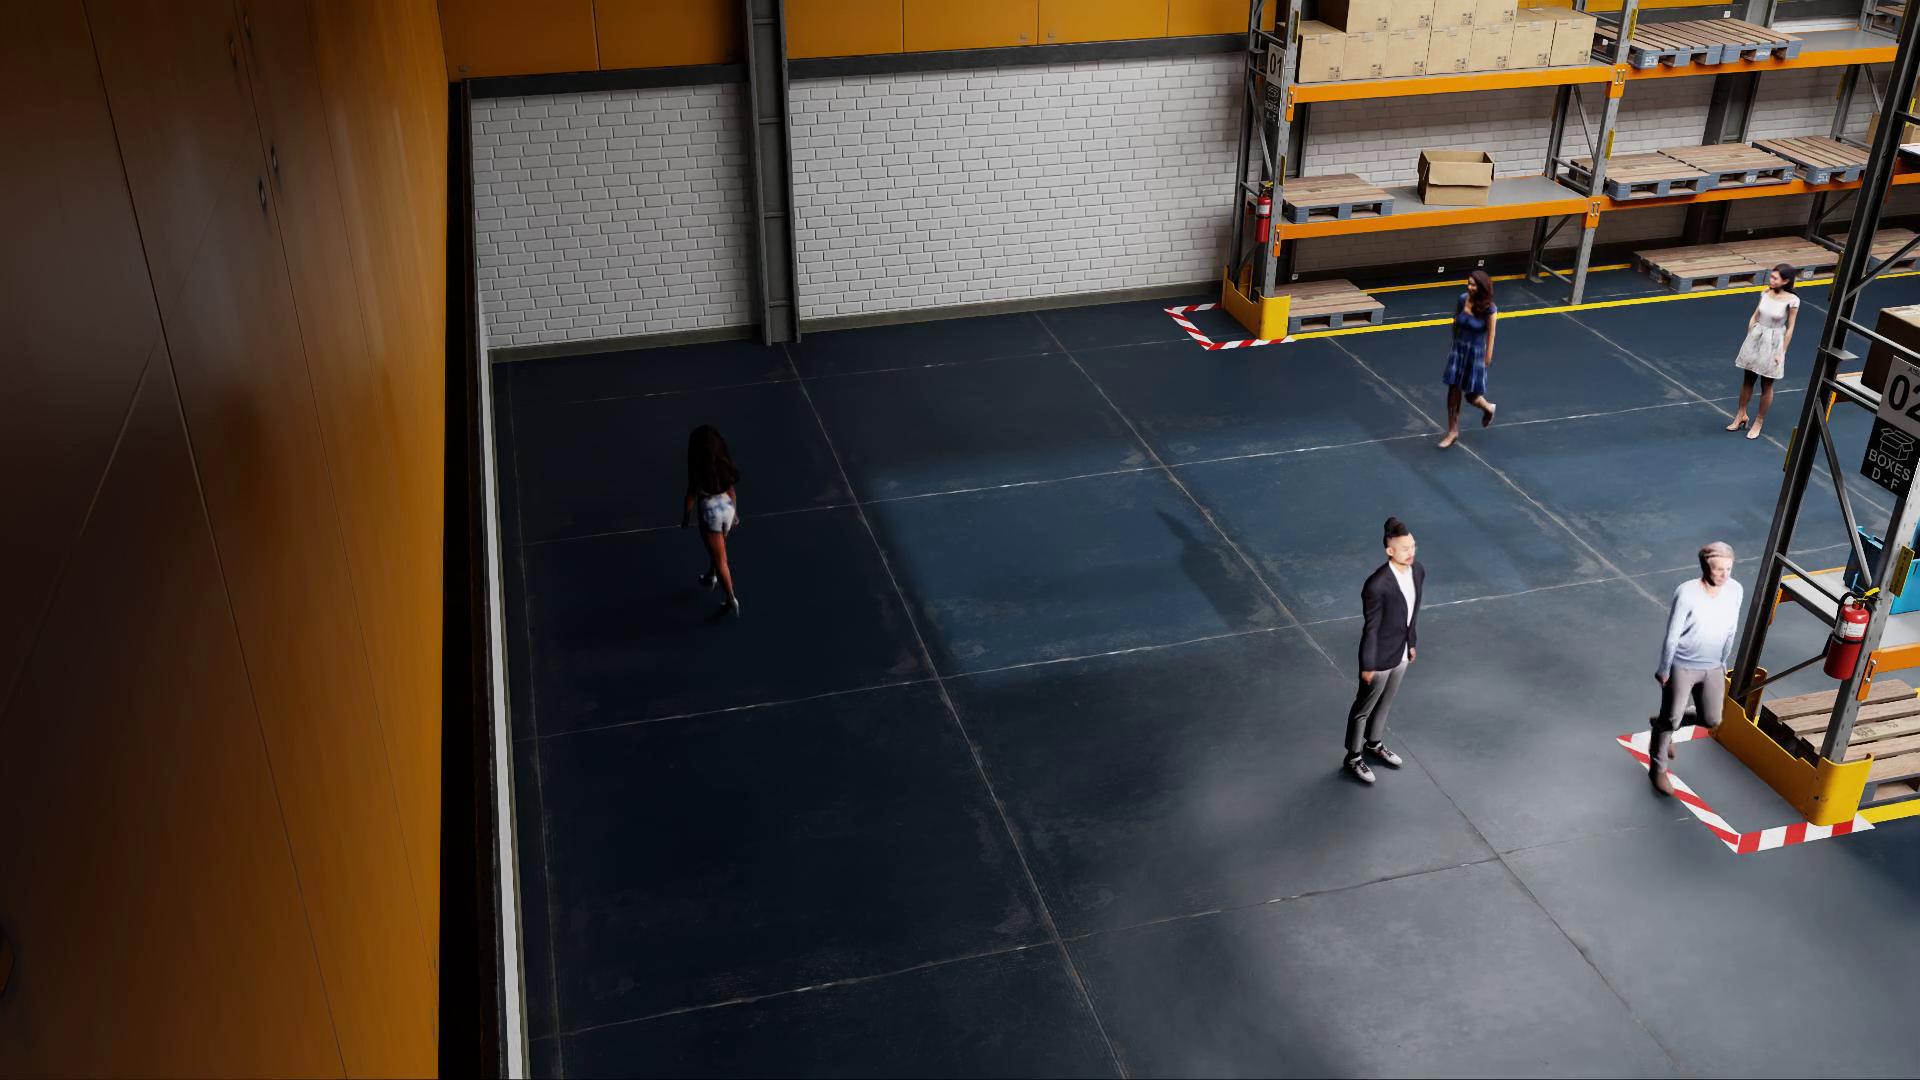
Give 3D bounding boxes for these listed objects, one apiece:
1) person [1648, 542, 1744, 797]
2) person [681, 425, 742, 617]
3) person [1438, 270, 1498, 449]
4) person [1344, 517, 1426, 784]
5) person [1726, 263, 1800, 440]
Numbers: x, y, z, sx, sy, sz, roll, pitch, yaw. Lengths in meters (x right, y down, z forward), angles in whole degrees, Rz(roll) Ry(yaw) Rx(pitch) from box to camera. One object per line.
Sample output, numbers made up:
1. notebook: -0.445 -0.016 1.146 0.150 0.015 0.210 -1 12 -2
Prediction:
1. person: 4.868 0.808 11.168 0.765 1.881 0.758 -5 29 -8
2. person: -1.887 -0.115 13.152 0.876 1.602 0.882 23 36 36
3. person: 4.908 -1.722 15.905 0.946 1.787 0.795 -17 33 -28
4. person: 2.880 0.713 11.271 0.695 1.950 0.855 -21 35 -34
5. person: 7.813 -1.838 16.131 0.728 1.774 0.722 -16 33 -27
